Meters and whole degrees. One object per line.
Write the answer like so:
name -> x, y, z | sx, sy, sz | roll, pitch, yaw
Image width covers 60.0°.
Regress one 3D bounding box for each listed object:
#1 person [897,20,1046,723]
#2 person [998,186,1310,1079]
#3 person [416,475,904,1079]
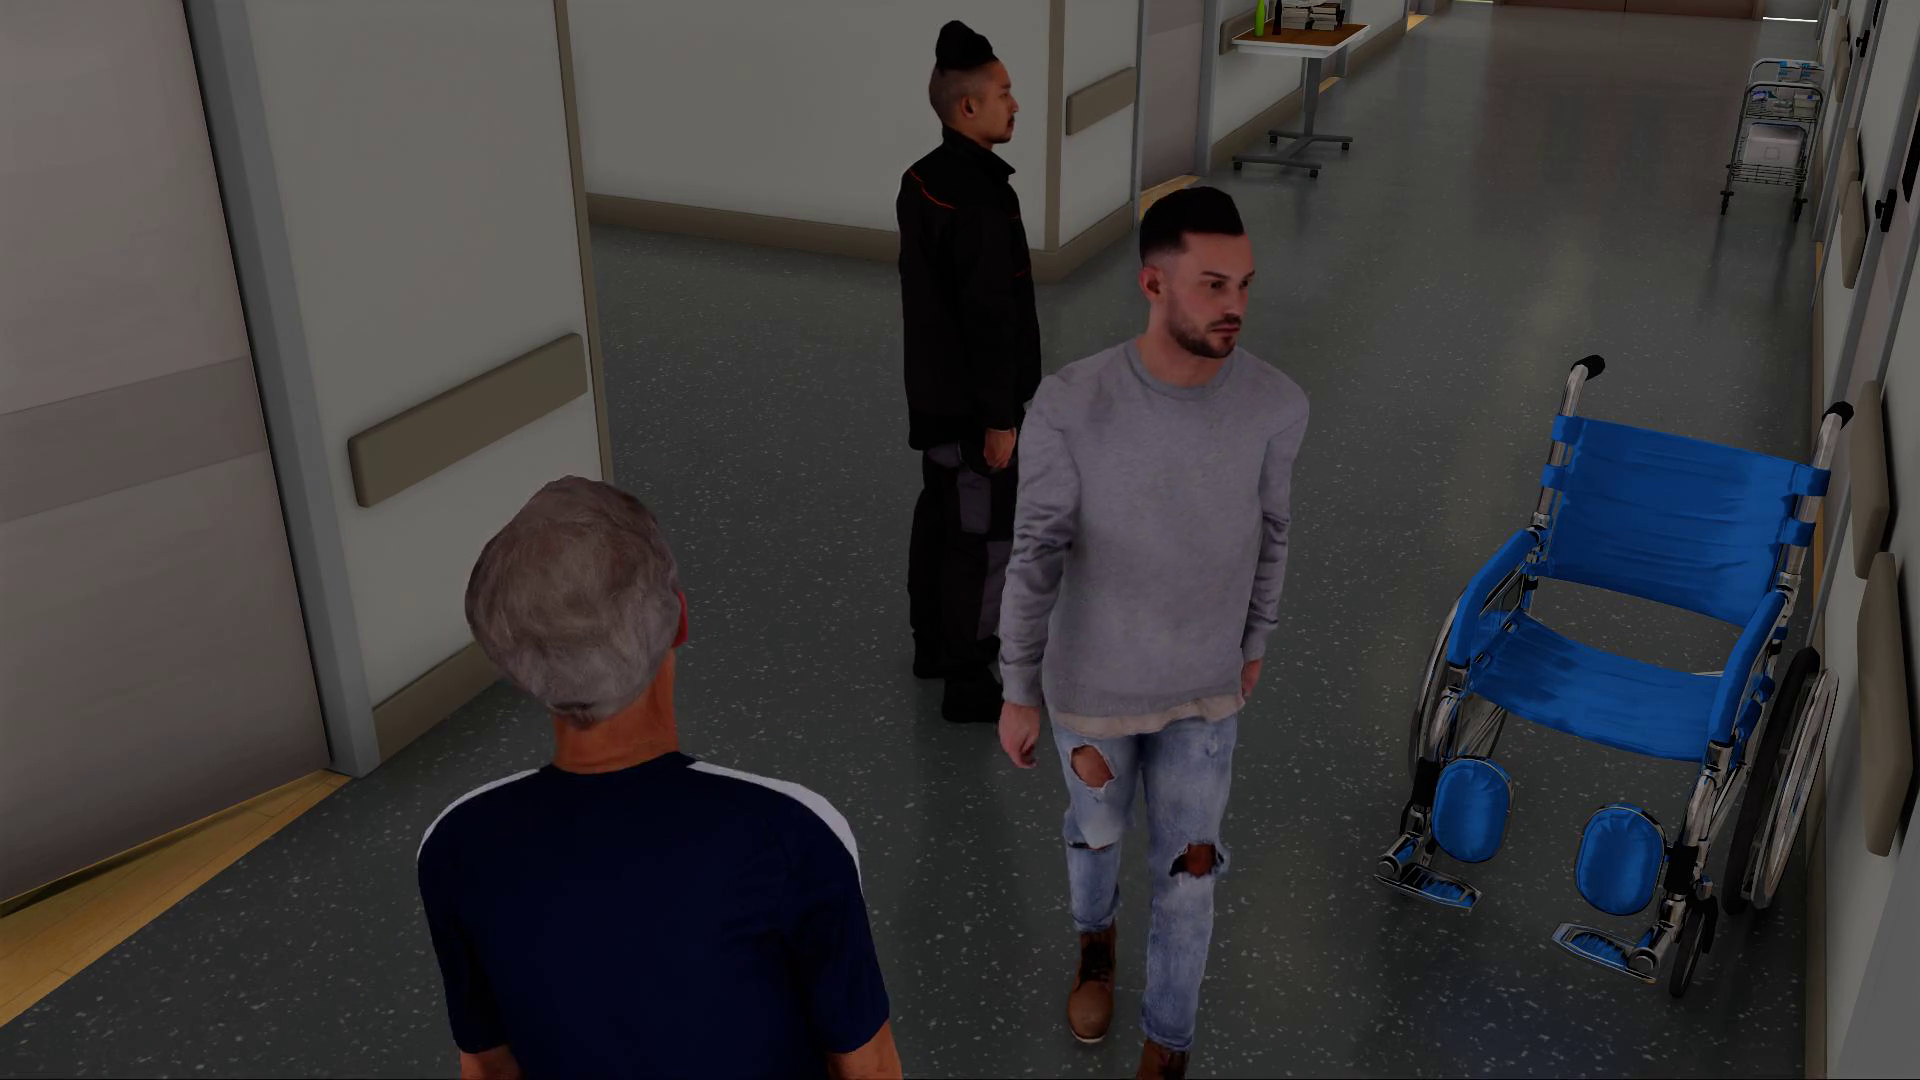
person -> 0.014, -0.422, 4.426 | 0.904, 1.866, 0.822 | -7, 27, -15
person -> 0.334, 0.209, 3.189 | 0.940, 1.805, 1.070 | 1, 26, 1
person -> -0.305, 0.850, 1.867 | 0.866, 1.797, 1.085 | 6, 26, 13
